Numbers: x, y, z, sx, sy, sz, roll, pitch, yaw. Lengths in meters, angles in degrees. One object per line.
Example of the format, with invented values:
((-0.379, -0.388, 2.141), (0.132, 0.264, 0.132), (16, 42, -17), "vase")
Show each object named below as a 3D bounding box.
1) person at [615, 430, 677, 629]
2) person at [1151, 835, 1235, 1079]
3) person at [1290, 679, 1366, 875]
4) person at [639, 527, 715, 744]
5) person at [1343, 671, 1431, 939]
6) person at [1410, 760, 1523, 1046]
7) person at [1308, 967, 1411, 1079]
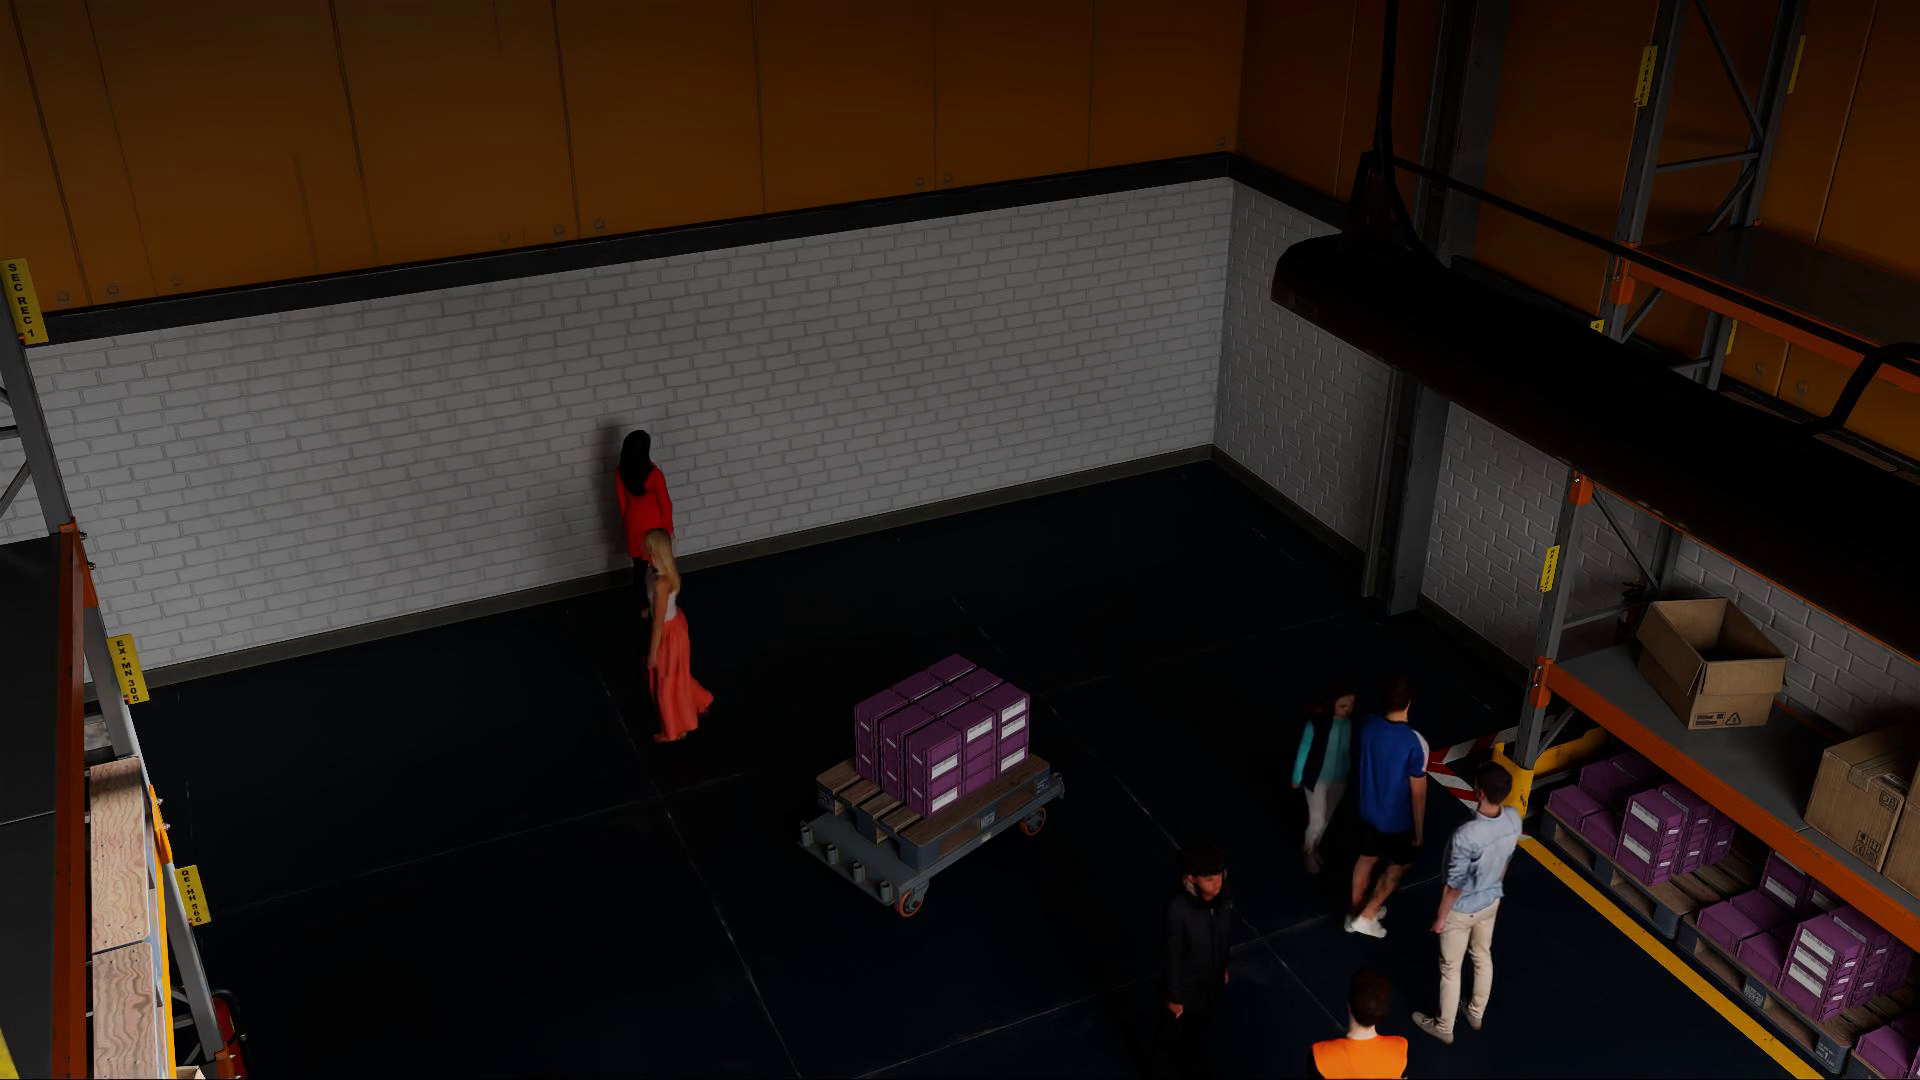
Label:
((-2.492, -0.080, 13.255), (0.733, 1.748, 0.787), (8, 30, 14), "person")
((1.232, 2.305, 8.848), (0.660, 1.781, 0.646), (-19, 34, -30), "person")
((2.326, 1.459, 10.705), (0.627, 1.489, 0.626), (-8, 30, -14), "person")
((-2.043, 0.674, 11.827), (0.802, 1.792, 0.734), (-1, 29, -2), "person")
((2.491, 1.647, 9.993), (0.848, 1.841, 0.752), (-19, 34, -30), "person")
((2.857, 2.024, 9.294), (0.667, 1.847, 0.553), (-16, 32, -26), "person")
((1.830, 2.796, 7.836), (0.734, 1.888, 0.712), (-5, 29, -9), "person")
